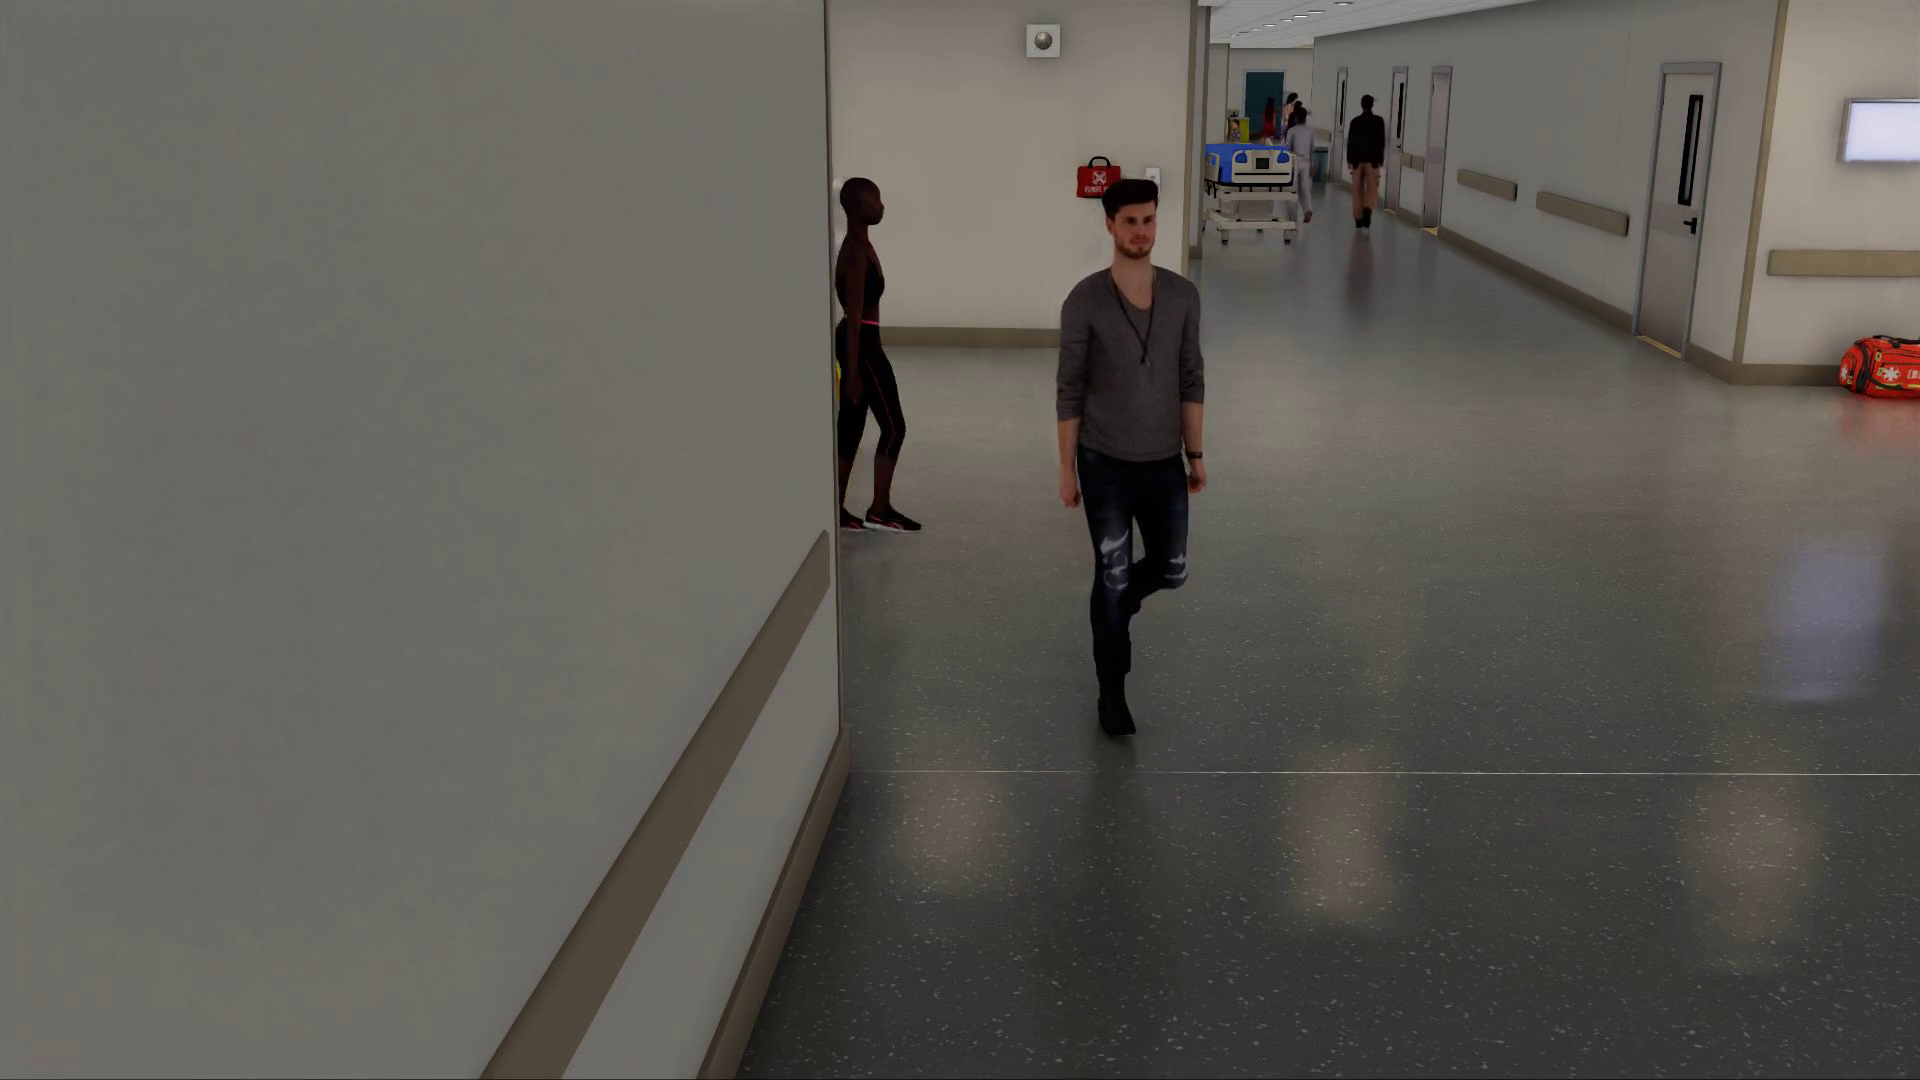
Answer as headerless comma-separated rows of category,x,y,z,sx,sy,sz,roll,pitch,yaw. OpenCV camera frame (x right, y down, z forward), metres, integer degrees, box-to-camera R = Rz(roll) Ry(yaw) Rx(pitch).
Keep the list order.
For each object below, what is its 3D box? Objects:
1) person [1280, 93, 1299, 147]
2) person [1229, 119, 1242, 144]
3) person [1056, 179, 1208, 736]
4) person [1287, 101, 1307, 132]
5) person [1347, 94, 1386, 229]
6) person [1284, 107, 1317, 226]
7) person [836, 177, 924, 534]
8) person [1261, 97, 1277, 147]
person,7.677,-9.579,39.038,1.156,1.732,1.129,14,21,41
person,6.324,-9.068,38.225,0.610,1.190,0.559,-11,19,-34
person,0.574,-0.299,5.830,0.968,1.891,0.939,-4,16,-14
person,7.196,-8.550,35.574,0.666,1.632,0.638,2,16,8
person,5.885,-5.450,24.077,1.094,1.904,0.858,3,16,11
person,5.062,-5.541,24.727,0.793,1.726,0.832,-5,16,-16
person,-0.587,-0.868,8.115,0.779,1.747,0.682,-1,16,-3
person,8.414,-11.289,45.460,0.936,1.532,0.845,9,18,30
